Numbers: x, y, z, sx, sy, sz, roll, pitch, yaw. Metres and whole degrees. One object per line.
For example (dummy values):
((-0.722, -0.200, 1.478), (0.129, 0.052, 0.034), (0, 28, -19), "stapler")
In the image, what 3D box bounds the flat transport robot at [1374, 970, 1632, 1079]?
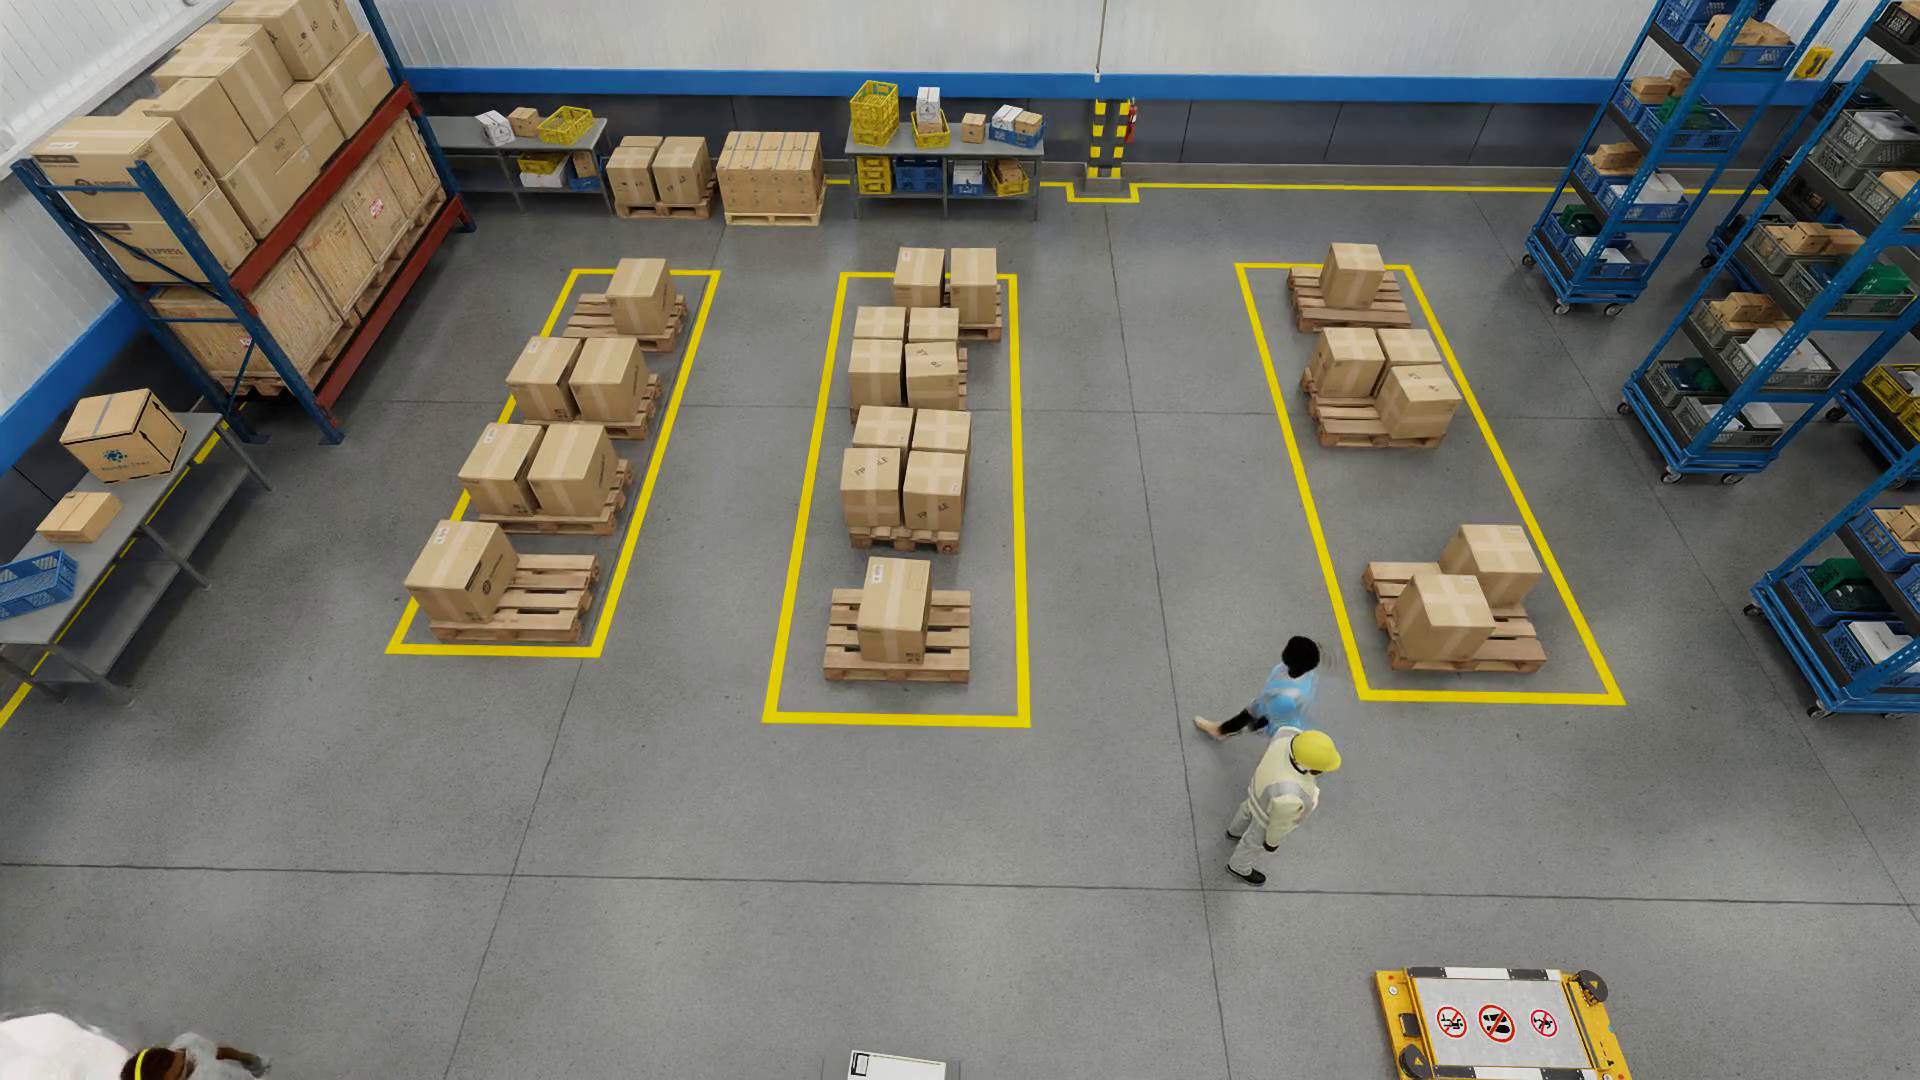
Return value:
((3.501, 3.133, 5.914), (1.431, 0.197, 0.652), (1, 51, 1), "flat transport robot")

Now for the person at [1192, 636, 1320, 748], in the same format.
((2.219, 1.209, 6.596), (0.868, 1.645, 0.540), (19, 53, 15), "person")

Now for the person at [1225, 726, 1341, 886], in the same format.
((2.092, 1.738, 6.050), (0.404, 1.830, 0.601), (10, 51, 8), "person")

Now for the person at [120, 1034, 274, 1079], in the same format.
((-3.880, 3.066, 4.963), (0.343, 1.851, 0.548), (-14, 52, -11), "person")

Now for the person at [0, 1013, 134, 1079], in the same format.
((-4.874, 2.966, 5.010), (0.649, 1.894, 0.419), (-23, 54, -18), "person")
